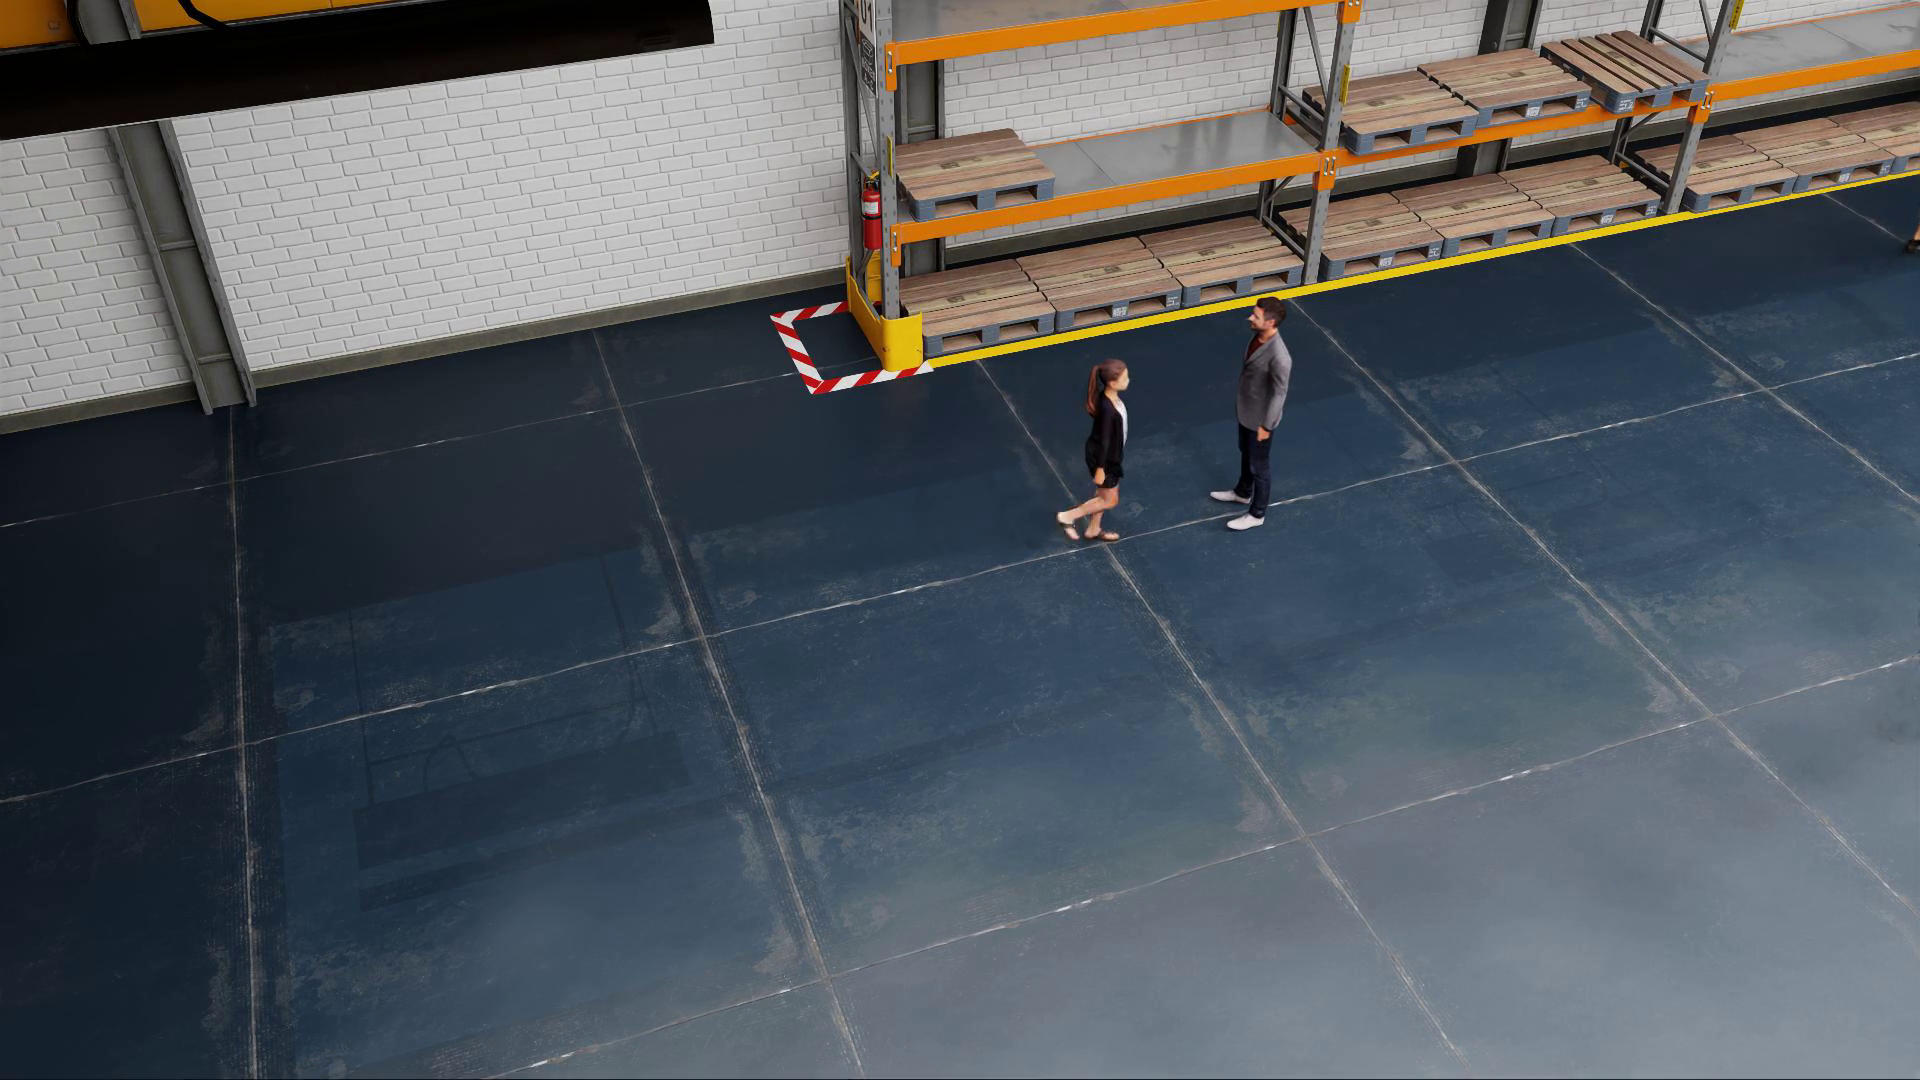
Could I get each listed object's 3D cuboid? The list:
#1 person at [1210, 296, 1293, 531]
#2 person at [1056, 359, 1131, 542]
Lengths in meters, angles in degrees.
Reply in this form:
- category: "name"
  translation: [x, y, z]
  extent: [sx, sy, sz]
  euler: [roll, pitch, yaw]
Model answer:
- category: "person"
  translation: [2.133, -0.927, 11.902]
  extent: [0.659, 1.874, 0.726]
  euler: [-6, 39, -8]
- category: "person"
  translation: [0.944, -0.601, 11.755]
  extent: [0.806, 1.546, 0.716]
  euler: [2, 39, 3]
